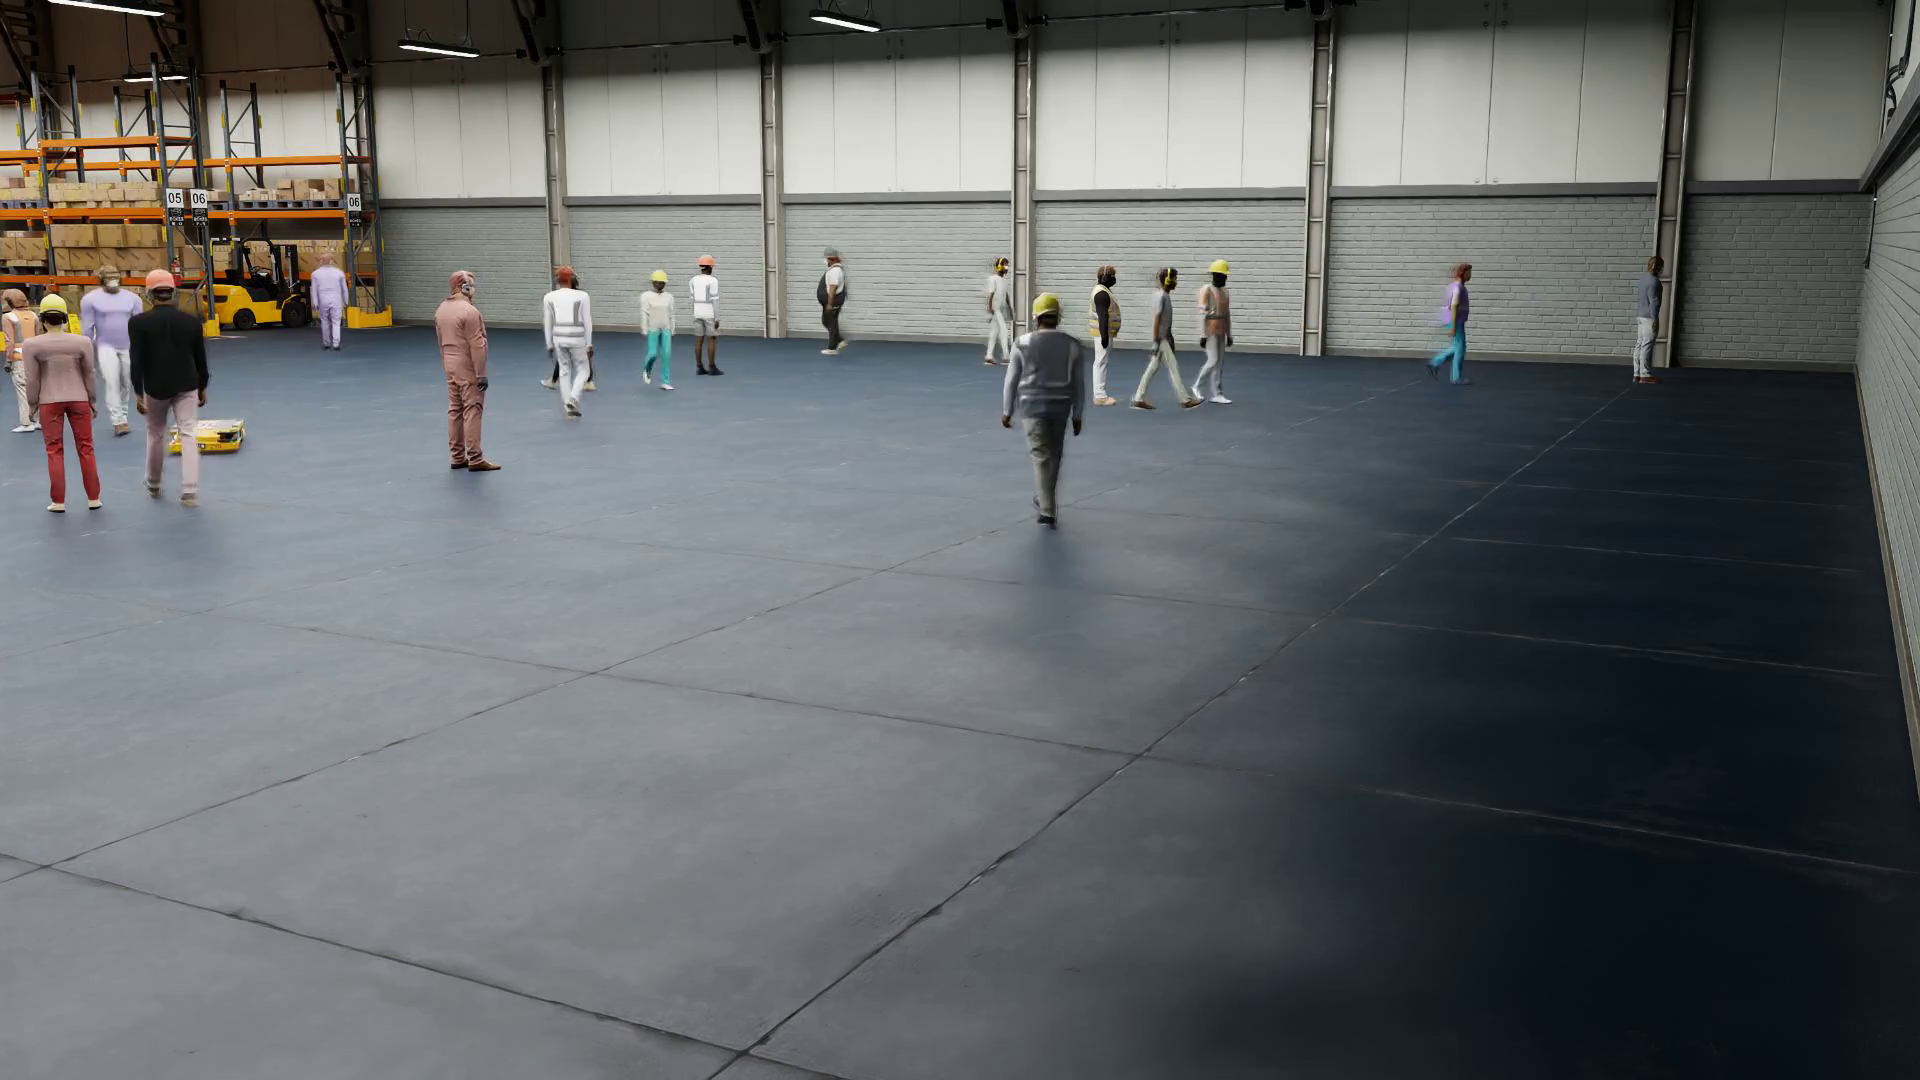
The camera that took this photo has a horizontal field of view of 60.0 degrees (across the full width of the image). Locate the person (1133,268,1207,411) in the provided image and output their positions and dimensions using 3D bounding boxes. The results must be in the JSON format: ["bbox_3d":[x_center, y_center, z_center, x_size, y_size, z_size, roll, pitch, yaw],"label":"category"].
[{"bbox_3d":[2.681,-2.557,21.311,0.989,1.813,0.541,2,11,11],"label":"person"}]

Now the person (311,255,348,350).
[{"bbox_3d":[-12.391,-4.675,32.742,0.649,1.857,0.958,-3,11,-14],"label":"person"}]

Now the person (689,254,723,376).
[{"bbox_3d":[-4.070,-3.611,26.716,0.550,1.935,0.376,6,12,29],"label":"person"}]

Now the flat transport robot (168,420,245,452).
[{"bbox_3d":[-8.017,-1.128,17.722,0.652,0.197,1.431,-4,11,-20],"label":"flat transport robot"}]

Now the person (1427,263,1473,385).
[{"bbox_3d":[7.418,-3.245,25.021,0.586,1.824,0.579,3,11,18],"label":"person"}]

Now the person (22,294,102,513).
[{"bbox_3d":[-7.289,-1.103,13.510,0.524,1.769,0.314,-7,13,-35],"label":"person"}]

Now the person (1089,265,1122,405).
[{"bbox_3d":[1.932,-2.721,22.123,0.429,1.842,0.636,1,10,3],"label":"person"}]

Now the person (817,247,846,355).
[{"bbox_3d":[-2.430,-4.503,31.298,0.536,2.000,0.706,-1,10,-3],"label":"person"}]

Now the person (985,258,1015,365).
[{"bbox_3d":[0.778,-3.946,28.806,0.825,1.837,0.549,5,11,24],"label":"person"}]

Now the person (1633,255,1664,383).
[{"bbox_3d":[10.496,-3.353,25.320,0.373,1.935,0.628,1,10,4],"label":"person"}]

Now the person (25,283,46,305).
[{"bbox_3d":[-24.765,-6.872,44.559,0.397,1.919,0.580,4,11,23],"label":"person"}]

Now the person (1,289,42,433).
[{"bbox_3d":[-10.696,-2.044,18.991,0.310,1.636,0.522,2,11,11],"label":"person"}]

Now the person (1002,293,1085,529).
[{"bbox_3d":[0.618,-1.019,12.993,0.592,1.787,0.894,-3,11,-18],"label":"person"}]

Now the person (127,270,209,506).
[{"bbox_3d":[-6.674,-1.288,14.020,0.638,1.941,1.015,-8,13,-37],"label":"person"}]

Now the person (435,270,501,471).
[{"bbox_3d":[-4.705,-1.609,15.884,0.643,1.908,0.411,9,14,41],"label":"person"}]

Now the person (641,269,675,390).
[{"bbox_3d":[-4.403,-3.061,24.204,0.529,1.746,0.521,-7,12,-33],"label":"person"}]

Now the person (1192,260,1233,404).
[{"bbox_3d":[3.415,-2.767,22.146,0.447,1.915,0.608,9,14,42],"label":"person"}]

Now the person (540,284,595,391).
[{"bbox_3d":[-5.646,-2.963,23.947,0.886,1.643,0.546,4,11,21],"label":"person"}]

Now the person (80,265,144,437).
[{"bbox_3d":[-9.398,-2.111,18.611,0.652,1.898,0.919,-9,14,-41],"label":"person"}]

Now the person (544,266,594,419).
[{"bbox_3d":[-4.759,-2.398,20.273,0.599,1.873,0.424,1,10,6],"label":"person"}]
